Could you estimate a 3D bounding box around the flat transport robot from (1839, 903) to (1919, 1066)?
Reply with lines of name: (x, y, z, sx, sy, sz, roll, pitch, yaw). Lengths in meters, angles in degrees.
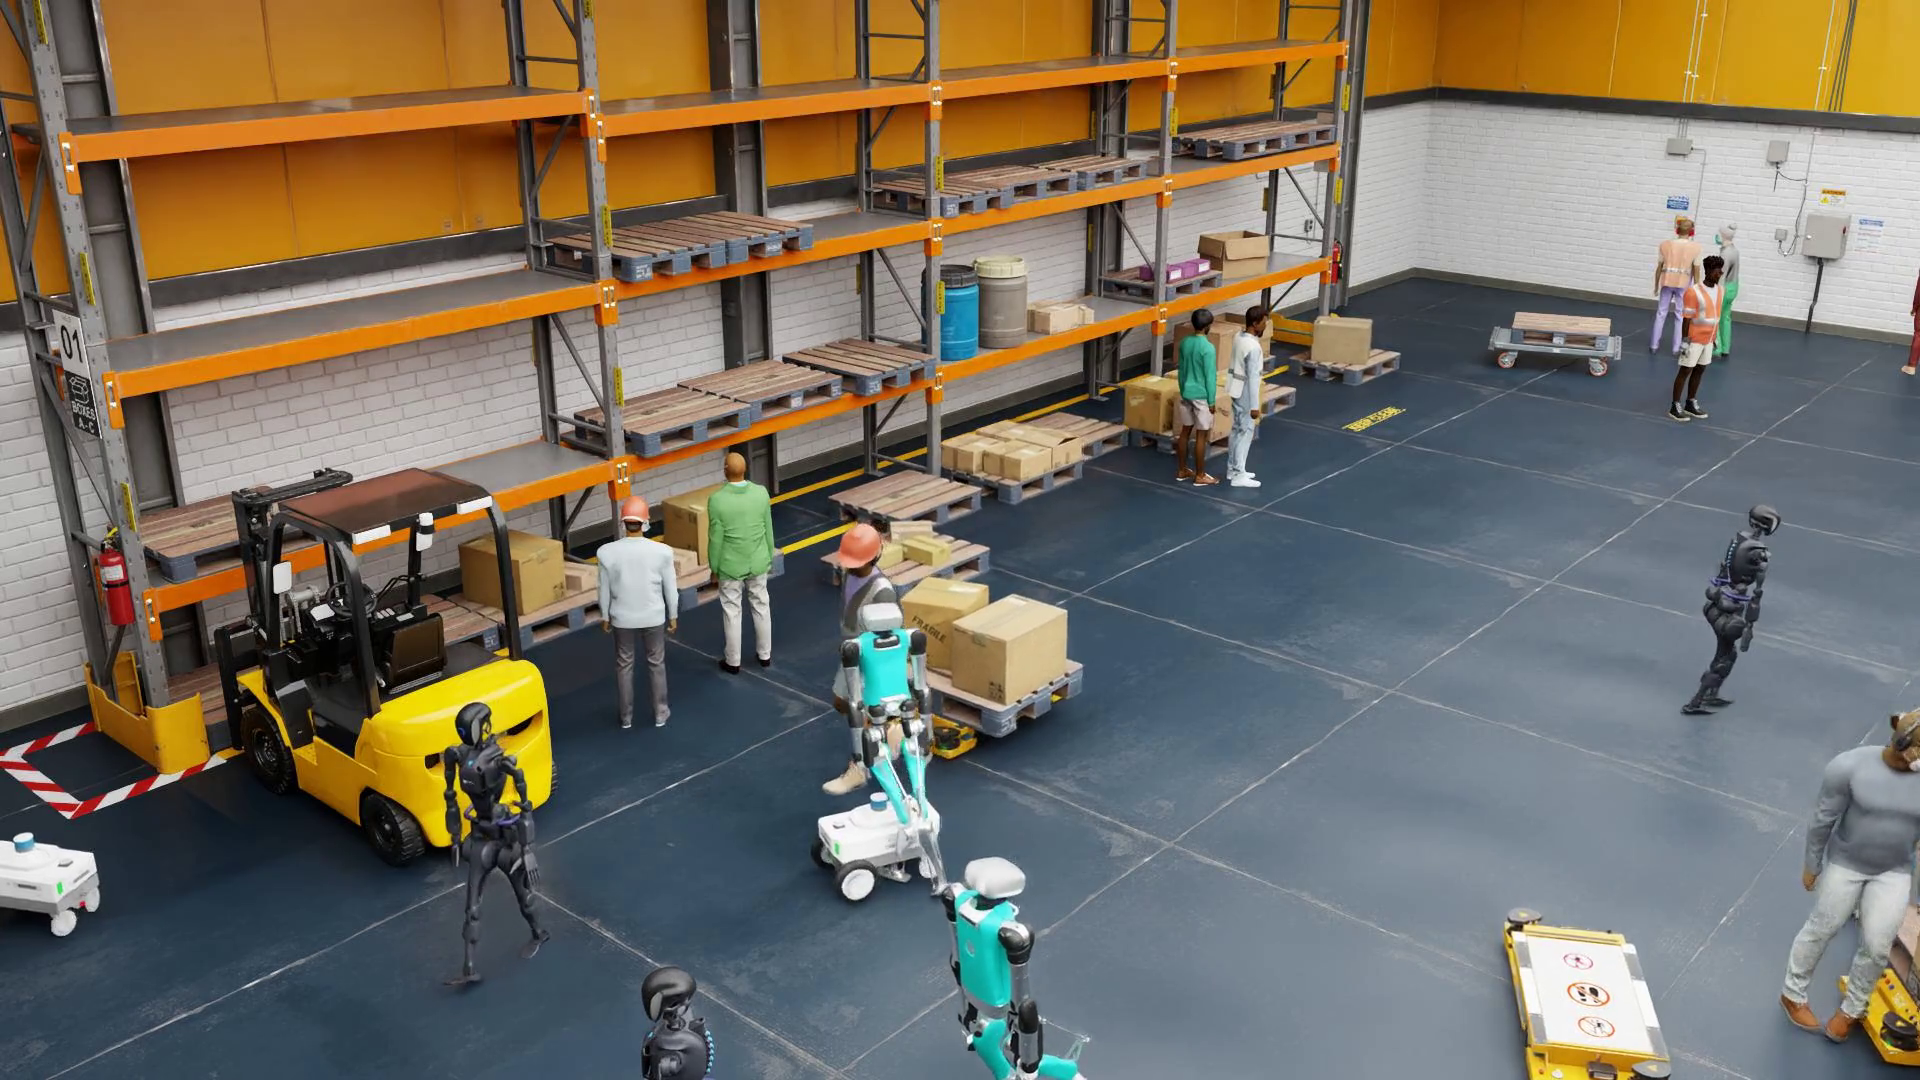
flat transport robot: (5.491, 2.520, 8.722, 1.431, 0.231, 0.659, 2, 20, 7)

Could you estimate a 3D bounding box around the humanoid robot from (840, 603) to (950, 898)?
humanoid robot: (-0.314, 1.316, 9.853, 0.597, 1.769, 0.880, -7, 21, -19)

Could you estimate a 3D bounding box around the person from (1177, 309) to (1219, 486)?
person: (2.459, -1.480, 17.283, 0.397, 1.848, 0.491, -15, 25, -35)

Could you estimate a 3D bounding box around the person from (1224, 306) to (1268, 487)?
person: (2.959, -1.485, 17.217, 0.417, 1.906, 0.600, -3, 20, -7)

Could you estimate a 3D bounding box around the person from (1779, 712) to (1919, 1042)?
person: (4.688, 1.717, 8.568, 0.643, 1.903, 0.446, 6, 21, 15)

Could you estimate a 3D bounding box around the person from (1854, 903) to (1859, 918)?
person: (5.378, 1.472, 9.409, 0.789, 1.750, 0.538, 9, 22, 22)

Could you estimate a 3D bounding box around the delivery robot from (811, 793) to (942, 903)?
delivery robot: (-0.508, 1.830, 10.163, 0.762, 0.582, 0.499, -9, 22, -22)

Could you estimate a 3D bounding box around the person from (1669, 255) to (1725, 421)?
person: (8.705, -2.382, 19.556, 0.612, 1.963, 0.362, -10, 23, -26)

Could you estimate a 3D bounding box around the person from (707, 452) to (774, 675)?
person: (-1.694, 0.178, 12.882, 0.538, 1.784, 0.383, -11, 23, -27)

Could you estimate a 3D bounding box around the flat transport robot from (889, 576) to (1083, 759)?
flat transport robot: (0.132, 1.207, 12.282, 0.659, 0.231, 1.431, 16, 26, 37)

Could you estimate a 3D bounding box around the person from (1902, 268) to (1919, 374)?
person: (12.580, -3.008, 21.528, 0.466, 1.775, 0.377, 5, 21, 13)

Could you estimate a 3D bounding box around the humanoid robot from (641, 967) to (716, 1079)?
humanoid robot: (-1.130, 2.465, 6.814, 0.315, 1.659, 0.599, -1, 20, -2)

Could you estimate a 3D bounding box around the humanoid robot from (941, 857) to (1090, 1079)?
humanoid robot: (0.314, 2.223, 7.544, 0.730, 1.883, 0.538, -15, 25, -35)

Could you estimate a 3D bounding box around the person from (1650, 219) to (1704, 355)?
person: (9.719, -3.430, 22.598, 0.573, 1.832, 0.399, 13, 24, 31)

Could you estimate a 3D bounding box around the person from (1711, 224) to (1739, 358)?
person: (10.269, -3.353, 22.413, 0.411, 1.823, 0.526, 15, 25, 35)

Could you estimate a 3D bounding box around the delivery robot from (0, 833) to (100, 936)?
delivery robot: (-5.430, 1.989, 9.734, 0.737, 0.585, 0.523, 5, 21, 12)

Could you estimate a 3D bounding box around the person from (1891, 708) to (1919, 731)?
person: (6.880, 0.750, 11.235, 0.569, 1.850, 0.837, -8, 22, -21)

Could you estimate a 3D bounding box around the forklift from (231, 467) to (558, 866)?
forklift: (-3.730, 0.710, 10.856, 2.313, 2.155, 1.214, 17, 26, 38)

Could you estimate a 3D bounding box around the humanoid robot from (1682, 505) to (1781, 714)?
humanoid robot: (5.624, 0.507, 12.163, 0.522, 1.630, 0.612, 0, 20, -1)

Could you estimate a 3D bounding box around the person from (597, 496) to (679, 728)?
person: (-2.314, 0.523, 12.009, 0.571, 1.739, 0.347, -3, 20, -8)

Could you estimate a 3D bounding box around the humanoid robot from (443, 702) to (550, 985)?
humanoid robot: (-2.555, 1.659, 9.070, 0.593, 1.632, 0.741, 7, 21, 18)

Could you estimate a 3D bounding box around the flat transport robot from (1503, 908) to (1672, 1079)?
flat transport robot: (3.318, 2.465, 8.873, 0.659, 0.231, 1.431, 4, 21, 11)

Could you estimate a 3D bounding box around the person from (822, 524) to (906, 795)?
person: (-0.581, 0.778, 10.947, 0.589, 1.999, 0.683, -10, 22, -24)
